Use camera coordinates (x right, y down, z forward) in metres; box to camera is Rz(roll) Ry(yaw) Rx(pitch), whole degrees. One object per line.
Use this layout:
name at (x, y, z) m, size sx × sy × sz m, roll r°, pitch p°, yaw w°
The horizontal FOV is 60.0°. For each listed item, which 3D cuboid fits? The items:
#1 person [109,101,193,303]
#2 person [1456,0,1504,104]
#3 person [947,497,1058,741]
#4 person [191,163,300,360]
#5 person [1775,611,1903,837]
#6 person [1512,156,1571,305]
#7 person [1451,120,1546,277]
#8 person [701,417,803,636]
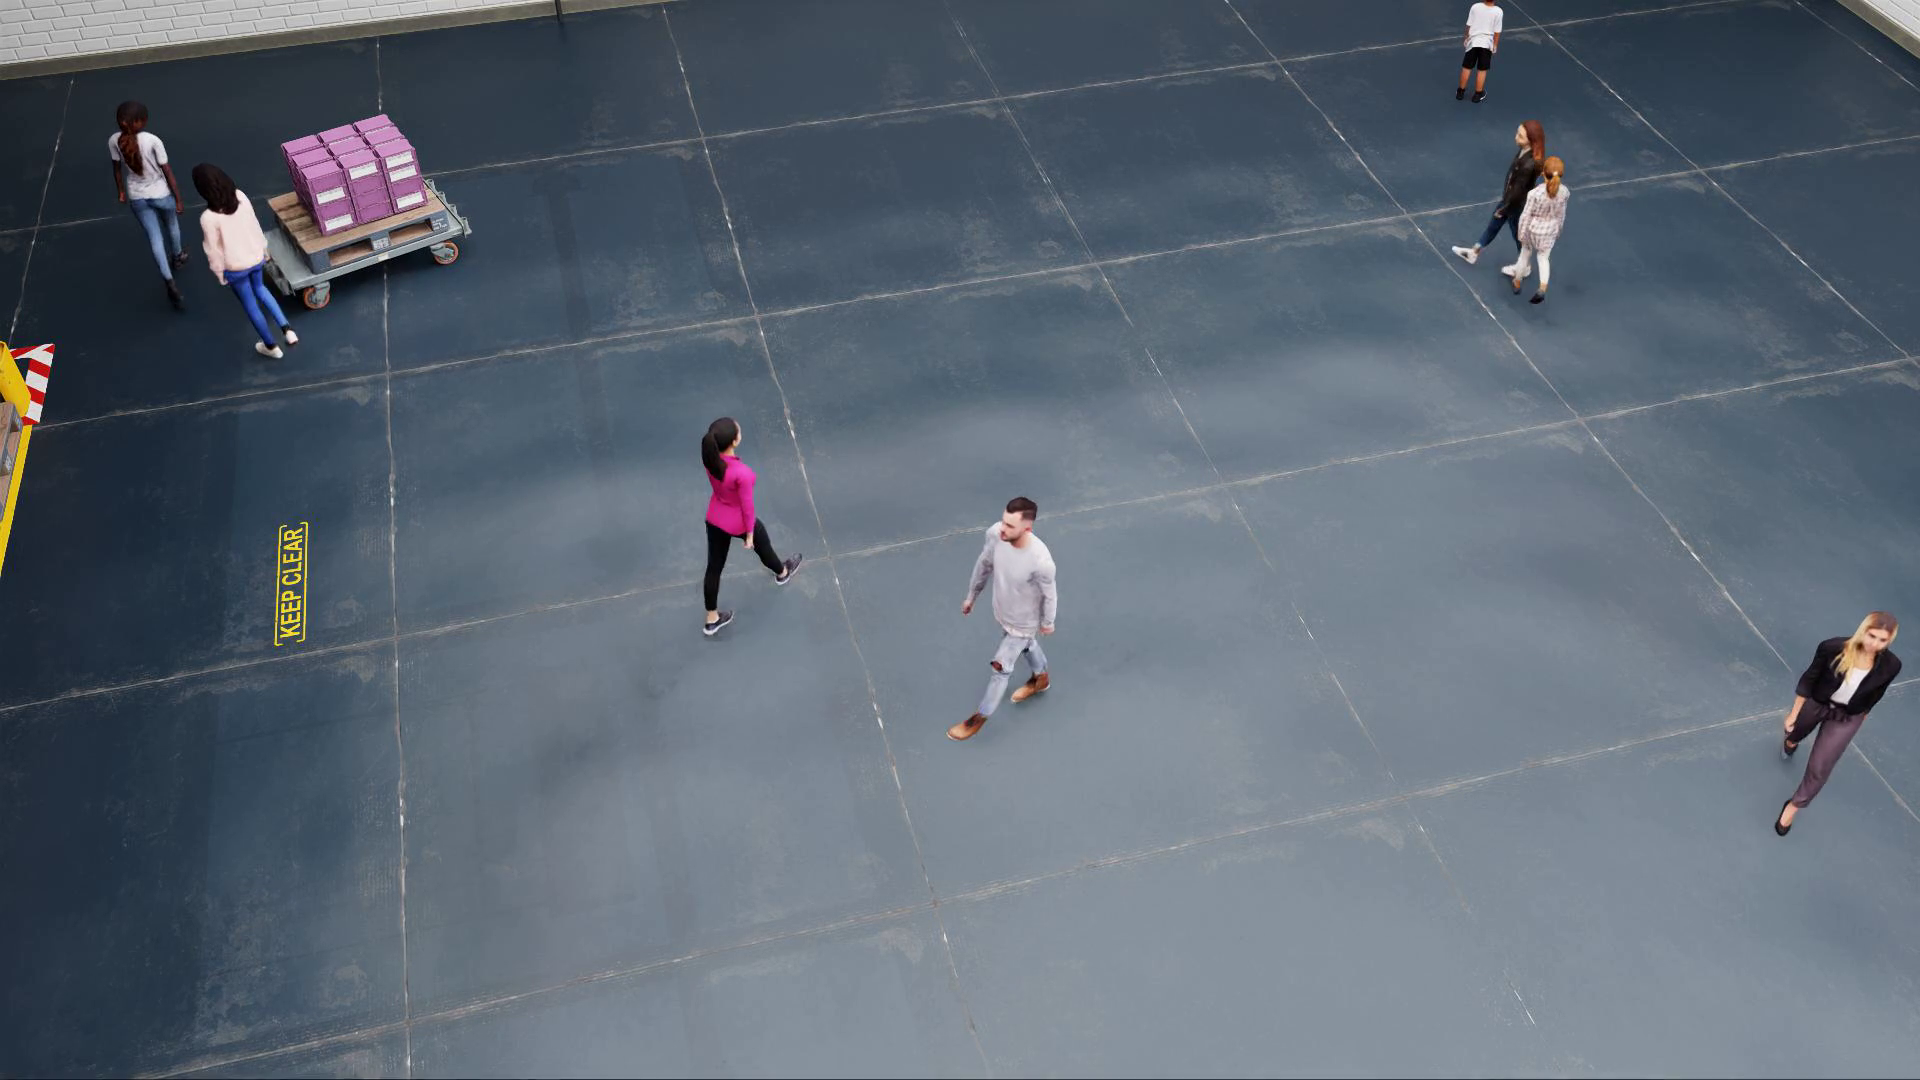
person at (-6.617, -2.742, 13.620) m, size 0.729 × 1.675 × 1.065 m, roll -9°, pitch 44°, yaw -9°
person at (5.061, -4.859, 16.142) m, size 0.581 × 1.262 × 0.636 m, roll 18°, pitch 47°, yaw 18°
person at (0.405, 0.396, 10.236) m, size 0.997 × 1.798 × 1.131 m, roll -27°, pitch 50°, yaw -25°
person at (-5.499, -2.115, 12.900) m, size 0.899 × 1.761 × 0.840 m, roll 25°, pitch 49°, yaw 24°
person at (5.088, 0.964, 9.755) m, size 1.009 × 1.640 × 1.070 m, roll 22°, pitch 48°, yaw 21°
person at (4.786, -2.511, 13.650) m, size 0.671 × 1.299 × 0.849 m, roll -2°, pitch 44°, yaw -2°
person at (4.718, -2.811, 13.860) m, size 0.826 × 1.443 × 0.913 m, roll 4°, pitch 44°, yaw 5°
person at (-1.547, -0.064, 10.822) m, size 1.077 × 1.657 × 1.102 m, roll 24°, pitch 49°, yaw 23°
